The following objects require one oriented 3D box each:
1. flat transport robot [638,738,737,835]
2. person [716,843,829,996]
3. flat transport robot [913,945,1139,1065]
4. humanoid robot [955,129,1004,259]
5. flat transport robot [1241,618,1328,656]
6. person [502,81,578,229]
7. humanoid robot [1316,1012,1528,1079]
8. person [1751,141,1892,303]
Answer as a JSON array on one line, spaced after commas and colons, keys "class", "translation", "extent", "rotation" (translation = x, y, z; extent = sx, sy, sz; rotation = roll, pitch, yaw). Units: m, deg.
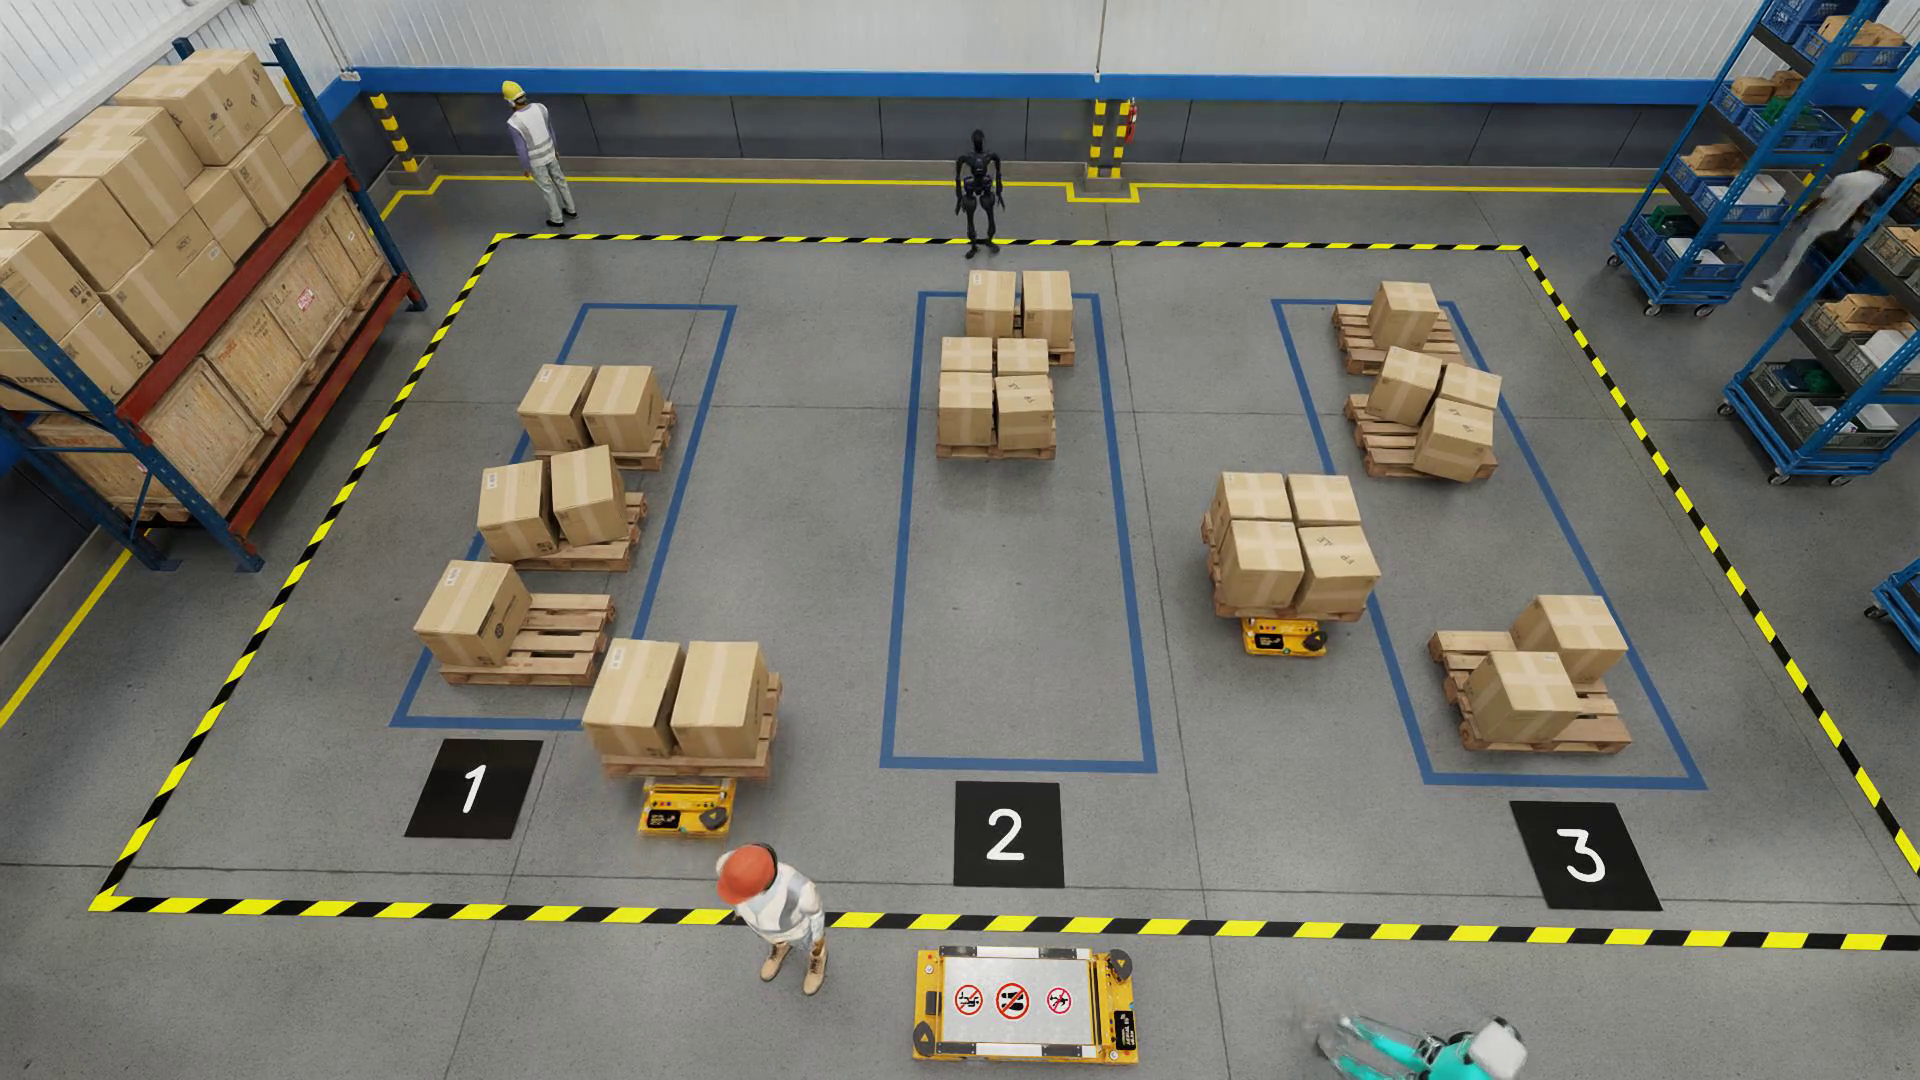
[{"class": "flat transport robot", "translation": [-2.033, 1.574, 7.184], "extent": [0.652, 0.197, 1.431], "rotation": [1, 51, 1]}, {"class": "person", "translation": [-1.101, 2.278, 5.486], "extent": [0.615, 2.040, 0.369], "rotation": [14, 52, 11]}, {"class": "flat transport robot", "translation": [0.422, 3.041, 6.007], "extent": [1.431, 0.231, 0.659], "rotation": [1, 51, 1]}, {"class": "humanoid robot", "translation": [0.227, -4.131, 10.941], "extent": [0.600, 1.643, 0.384], "rotation": [-8, 51, -7]}, {"class": "flat transport robot", "translation": [2.793, 0.371, 8.166], "extent": [0.652, 0.197, 1.431], "rotation": [2, 51, 2]}, {"class": "person", "translation": [-5.217, -4.755, 11.358], "extent": [0.404, 1.824, 0.585], "rotation": [22, 54, 17]}, {"class": "humanoid robot", "translation": [2.449, 2.875, 5.152], "extent": [0.535, 1.734, 0.741], "rotation": [-37, 60, -26]}, {"class": "person", "translation": [9.730, -3.582, 10.389], "extent": [0.681, 1.840, 0.555], "rotation": [1, 51, 1]}]
